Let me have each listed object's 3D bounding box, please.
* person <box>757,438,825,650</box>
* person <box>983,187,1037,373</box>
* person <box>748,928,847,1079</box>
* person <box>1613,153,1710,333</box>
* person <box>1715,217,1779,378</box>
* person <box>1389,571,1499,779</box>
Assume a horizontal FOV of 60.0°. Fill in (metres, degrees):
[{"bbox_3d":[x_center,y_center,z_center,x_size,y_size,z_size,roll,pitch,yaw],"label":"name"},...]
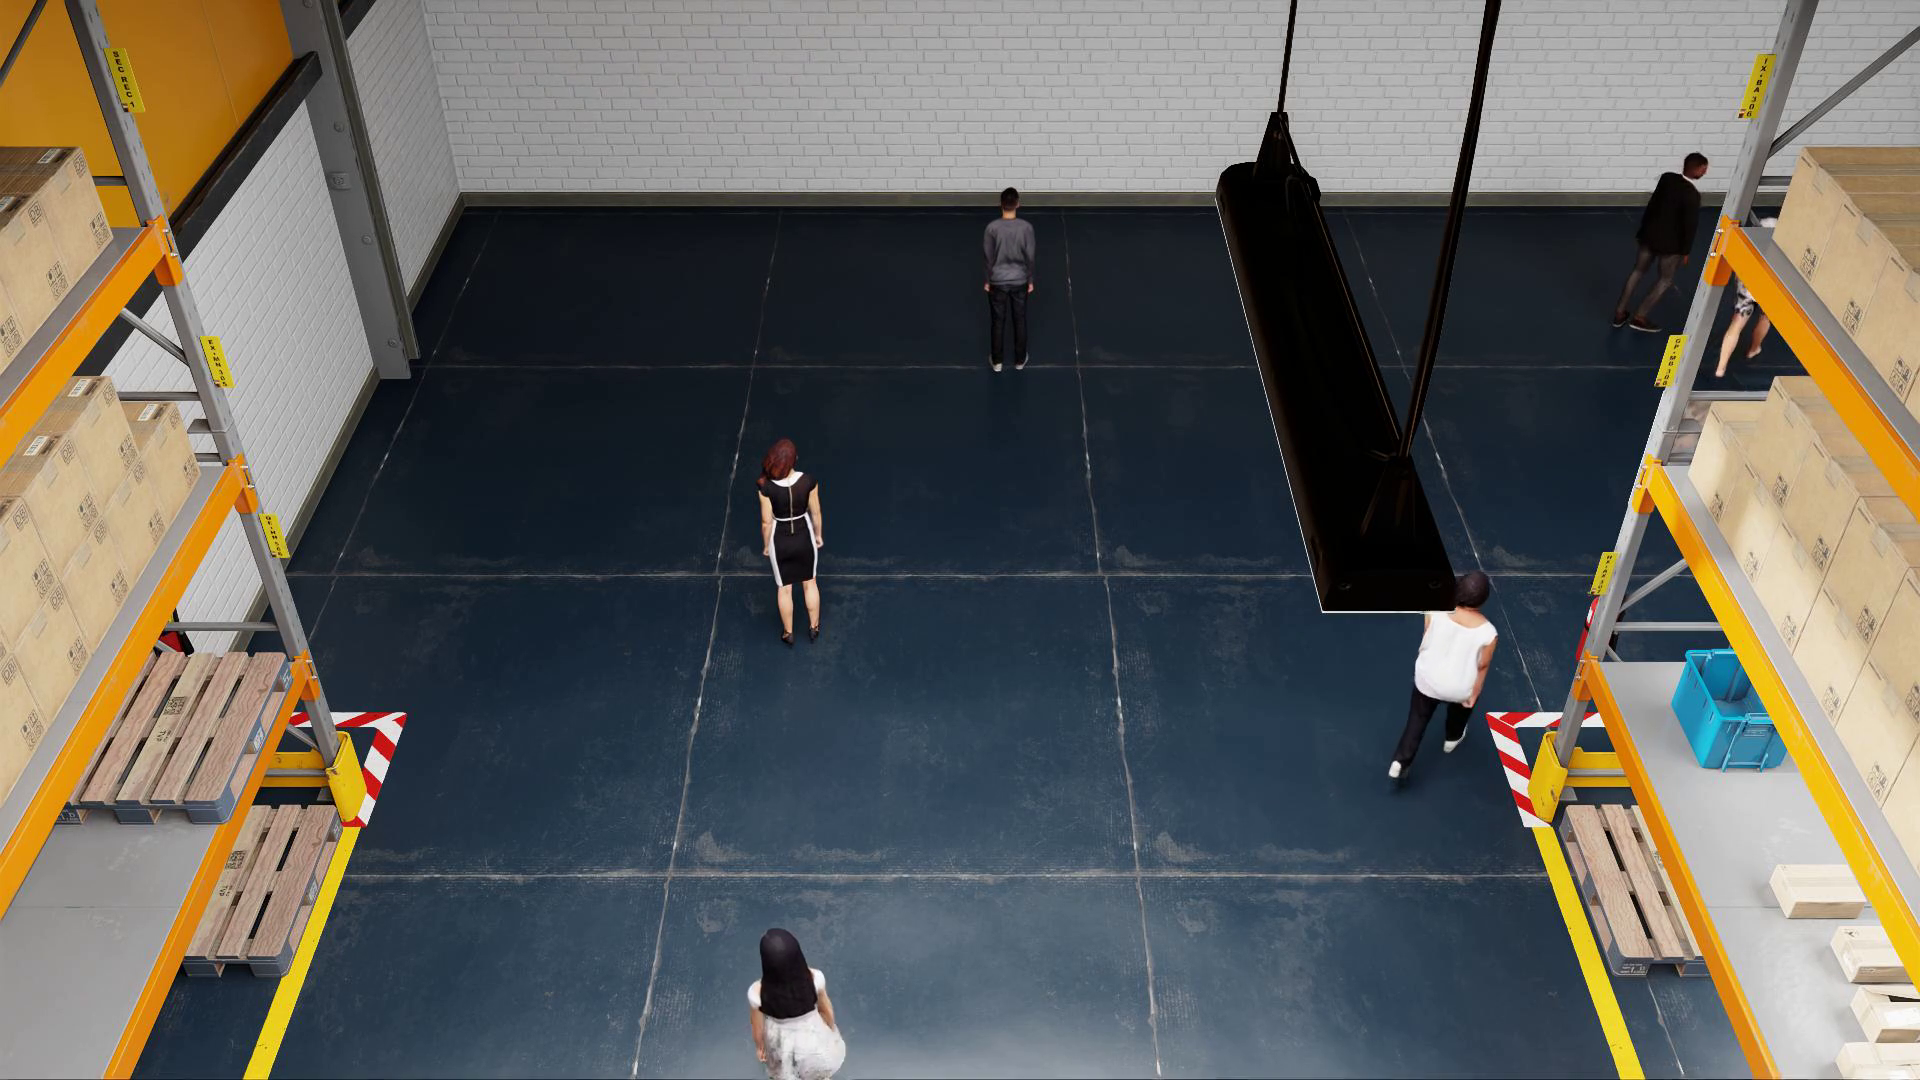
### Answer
[{"bbox_3d":[-1.193,0.035,11.842,0.632,1.796,0.568,-10,40,-12],"label":"person"},{"bbox_3d":[0.430,-2.313,14.811,0.623,1.760,0.522,-2,39,-2],"label":"person"},{"bbox_3d":[-0.828,2.684,8.557,0.726,1.757,0.865,-7,39,-8],"label":"person"},{"bbox_3d":[6.455,-2.735,15.325,0.881,1.778,0.747,-29,47,-31],"label":"person"},{"bbox_3d":[7.057,-2.225,14.680,1.101,1.785,1.247,24,45,27],"label":"person"},{"bbox_3d":[3.163,0.899,10.870,1.037,1.659,1.171,24,45,27],"label":"person"}]
